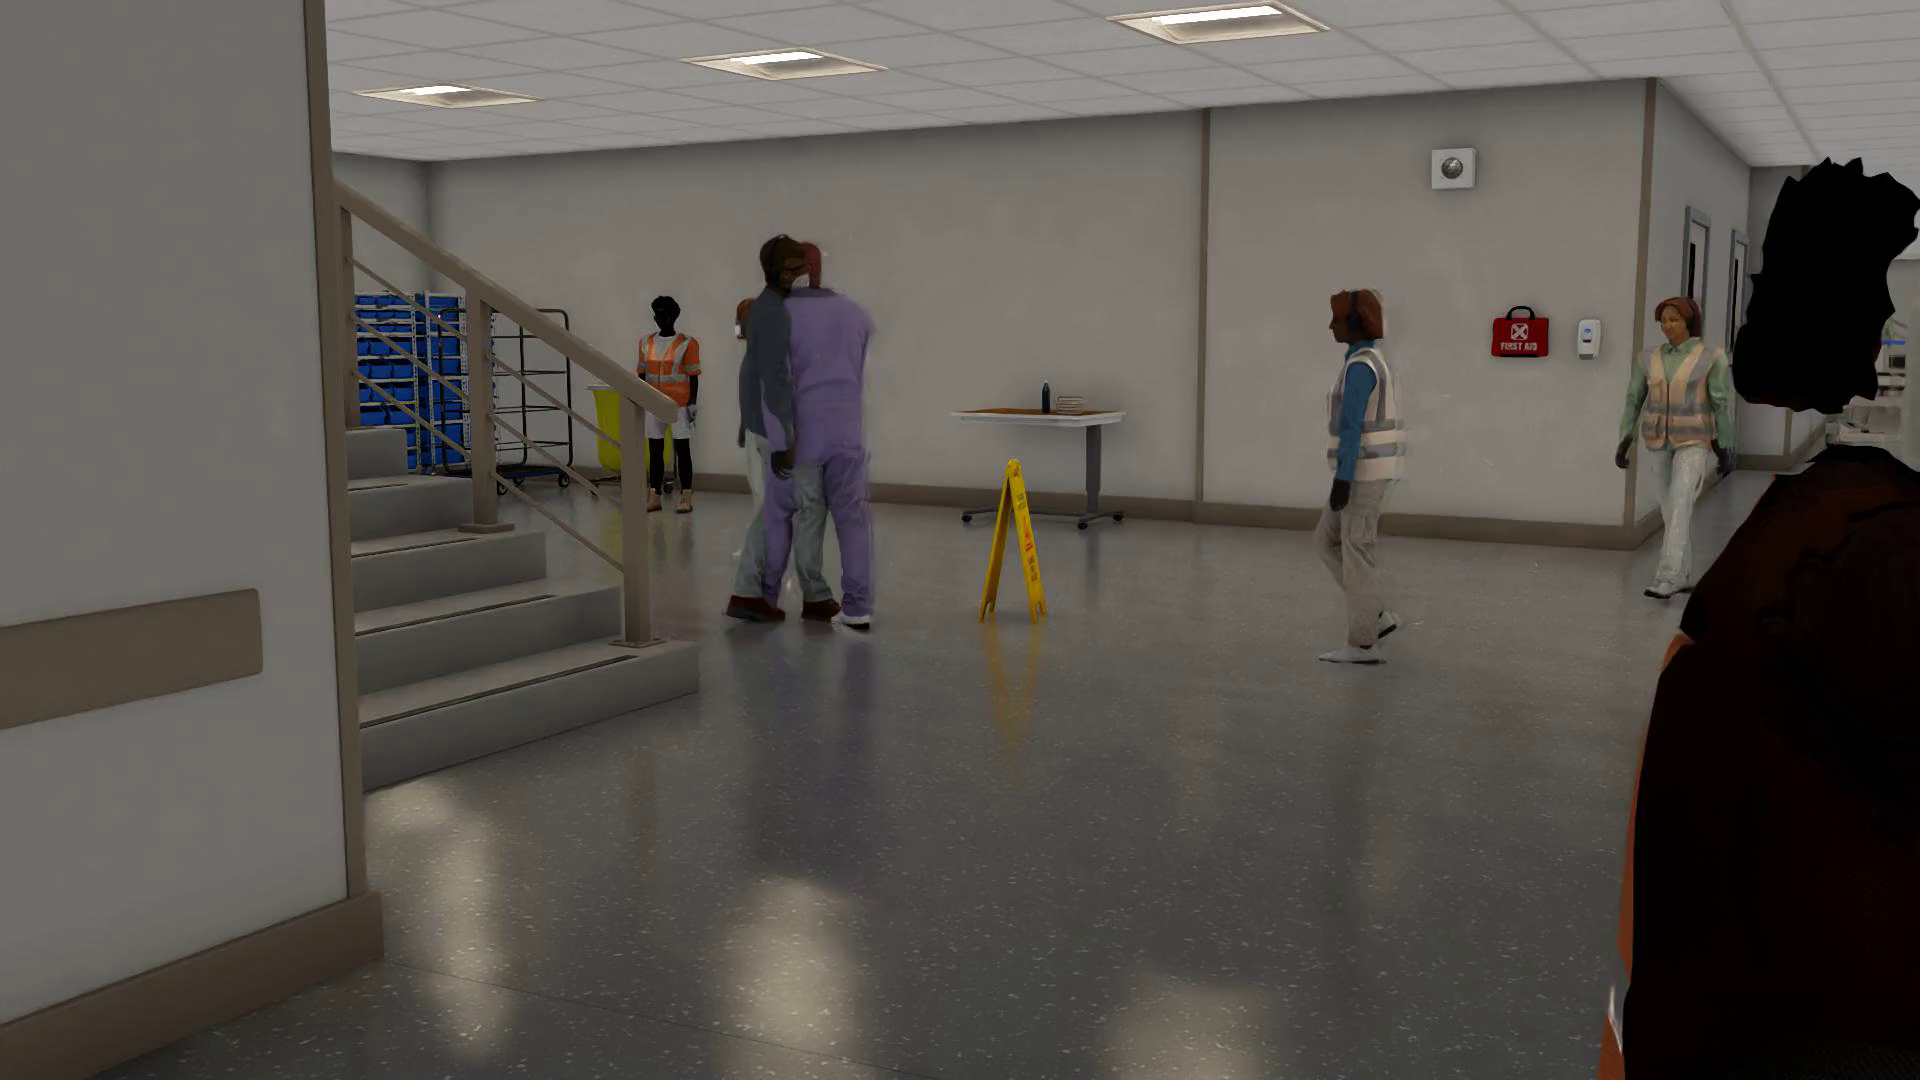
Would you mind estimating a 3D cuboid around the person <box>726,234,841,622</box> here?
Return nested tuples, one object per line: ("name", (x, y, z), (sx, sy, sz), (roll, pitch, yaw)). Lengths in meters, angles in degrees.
("person", (-0.865, -0.524, 8.140), (0.666, 1.900, 0.703), (-2, 8, -12))

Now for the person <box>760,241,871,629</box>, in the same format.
("person", (-0.763, -0.513, 8.189), (0.664, 1.867, 0.933), (-5, 9, -35))

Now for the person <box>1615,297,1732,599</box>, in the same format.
("person", (3.757, -0.482, 8.879), (0.761, 1.605, 0.551), (-5, 9, -36))

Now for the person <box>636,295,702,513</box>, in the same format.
("person", (-2.276, -1.050, 12.955), (0.532, 1.694, 0.320), (2, 8, 14))

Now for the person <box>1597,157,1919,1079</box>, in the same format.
("person", (0.528, 0.530, 1.008), (0.307, 1.639, 0.525), (5, 9, 35))

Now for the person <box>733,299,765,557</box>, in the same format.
("person", (-1.260, -0.671, 10.298), (0.281, 1.629, 0.502), (-2, 8, -15))

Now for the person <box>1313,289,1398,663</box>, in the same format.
("person", (1.702, -0.264, 7.197), (0.368, 1.627, 0.515), (2, 8, 13))
